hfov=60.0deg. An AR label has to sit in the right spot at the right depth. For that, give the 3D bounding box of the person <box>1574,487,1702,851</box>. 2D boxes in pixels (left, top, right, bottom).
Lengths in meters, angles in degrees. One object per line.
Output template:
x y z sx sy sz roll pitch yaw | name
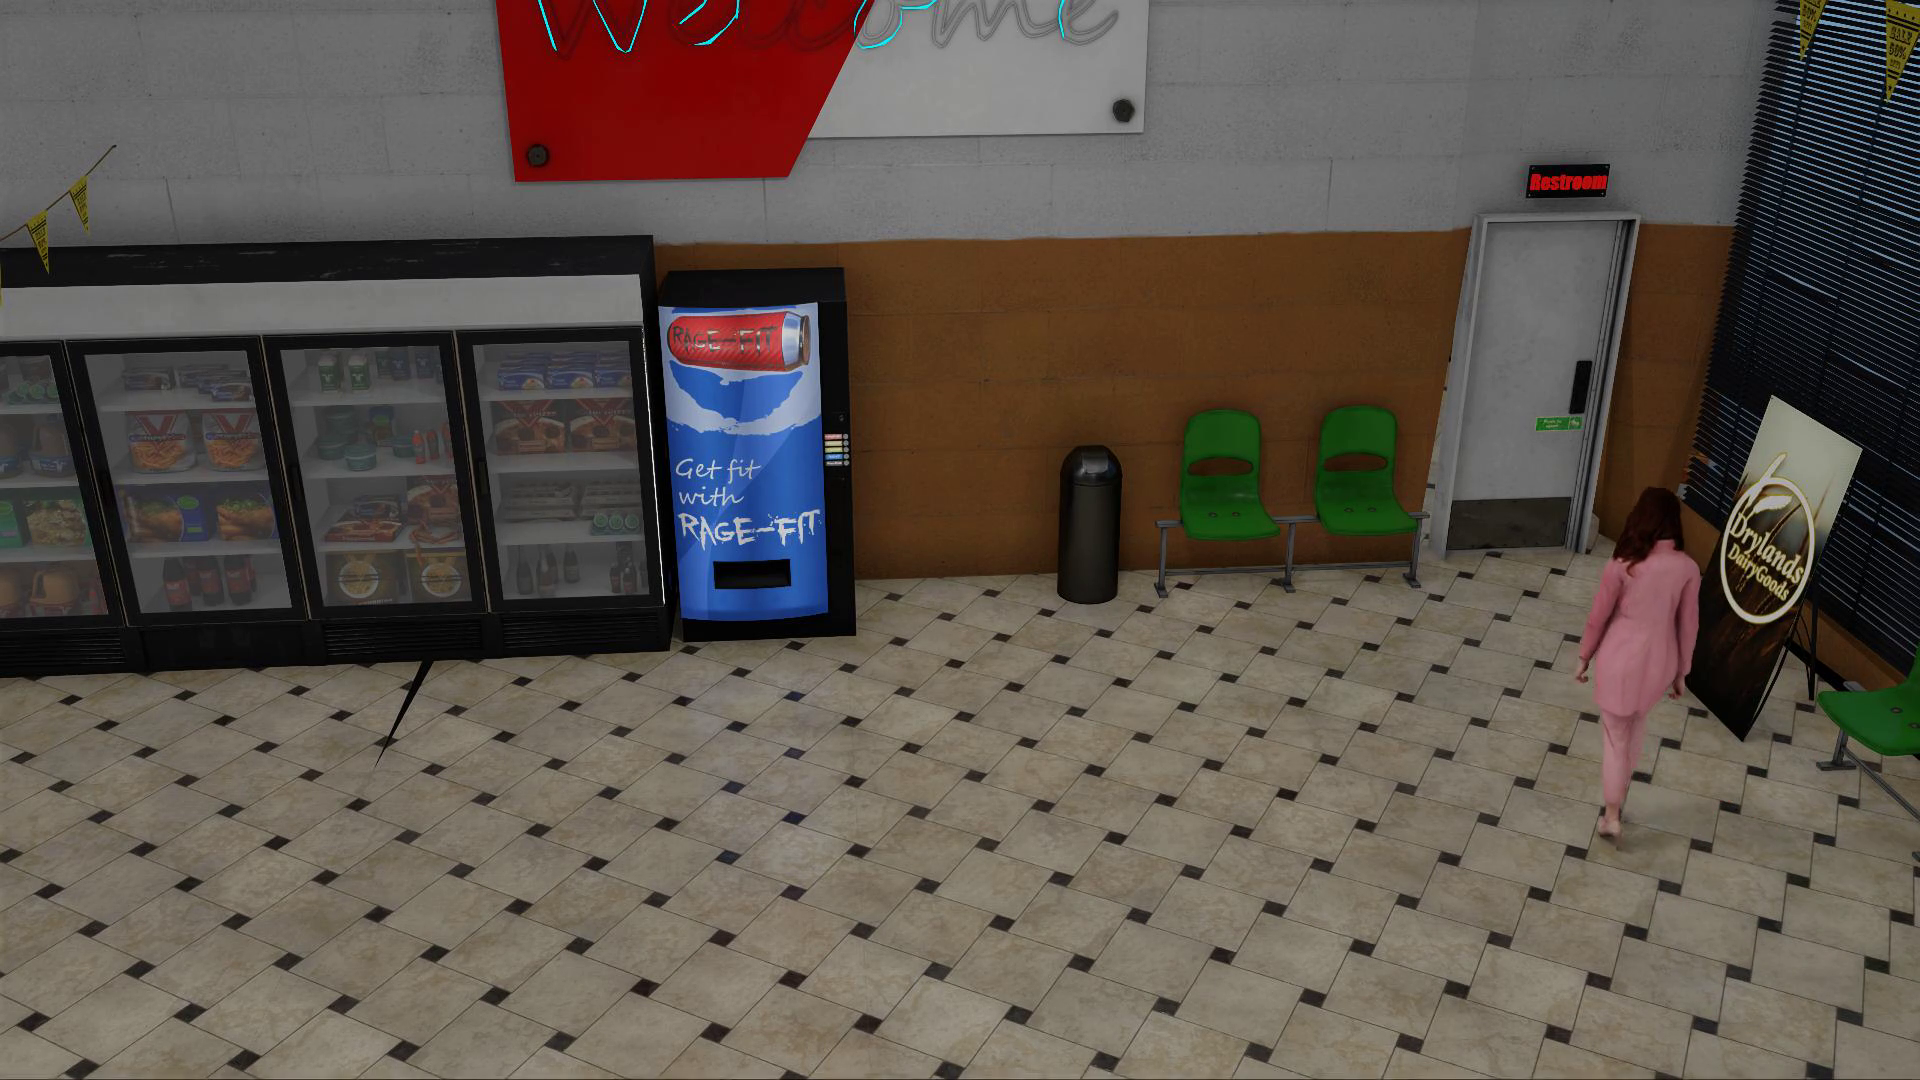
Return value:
3.149 0.650 7.713 0.685 1.788 0.700 2 24 4 | person
